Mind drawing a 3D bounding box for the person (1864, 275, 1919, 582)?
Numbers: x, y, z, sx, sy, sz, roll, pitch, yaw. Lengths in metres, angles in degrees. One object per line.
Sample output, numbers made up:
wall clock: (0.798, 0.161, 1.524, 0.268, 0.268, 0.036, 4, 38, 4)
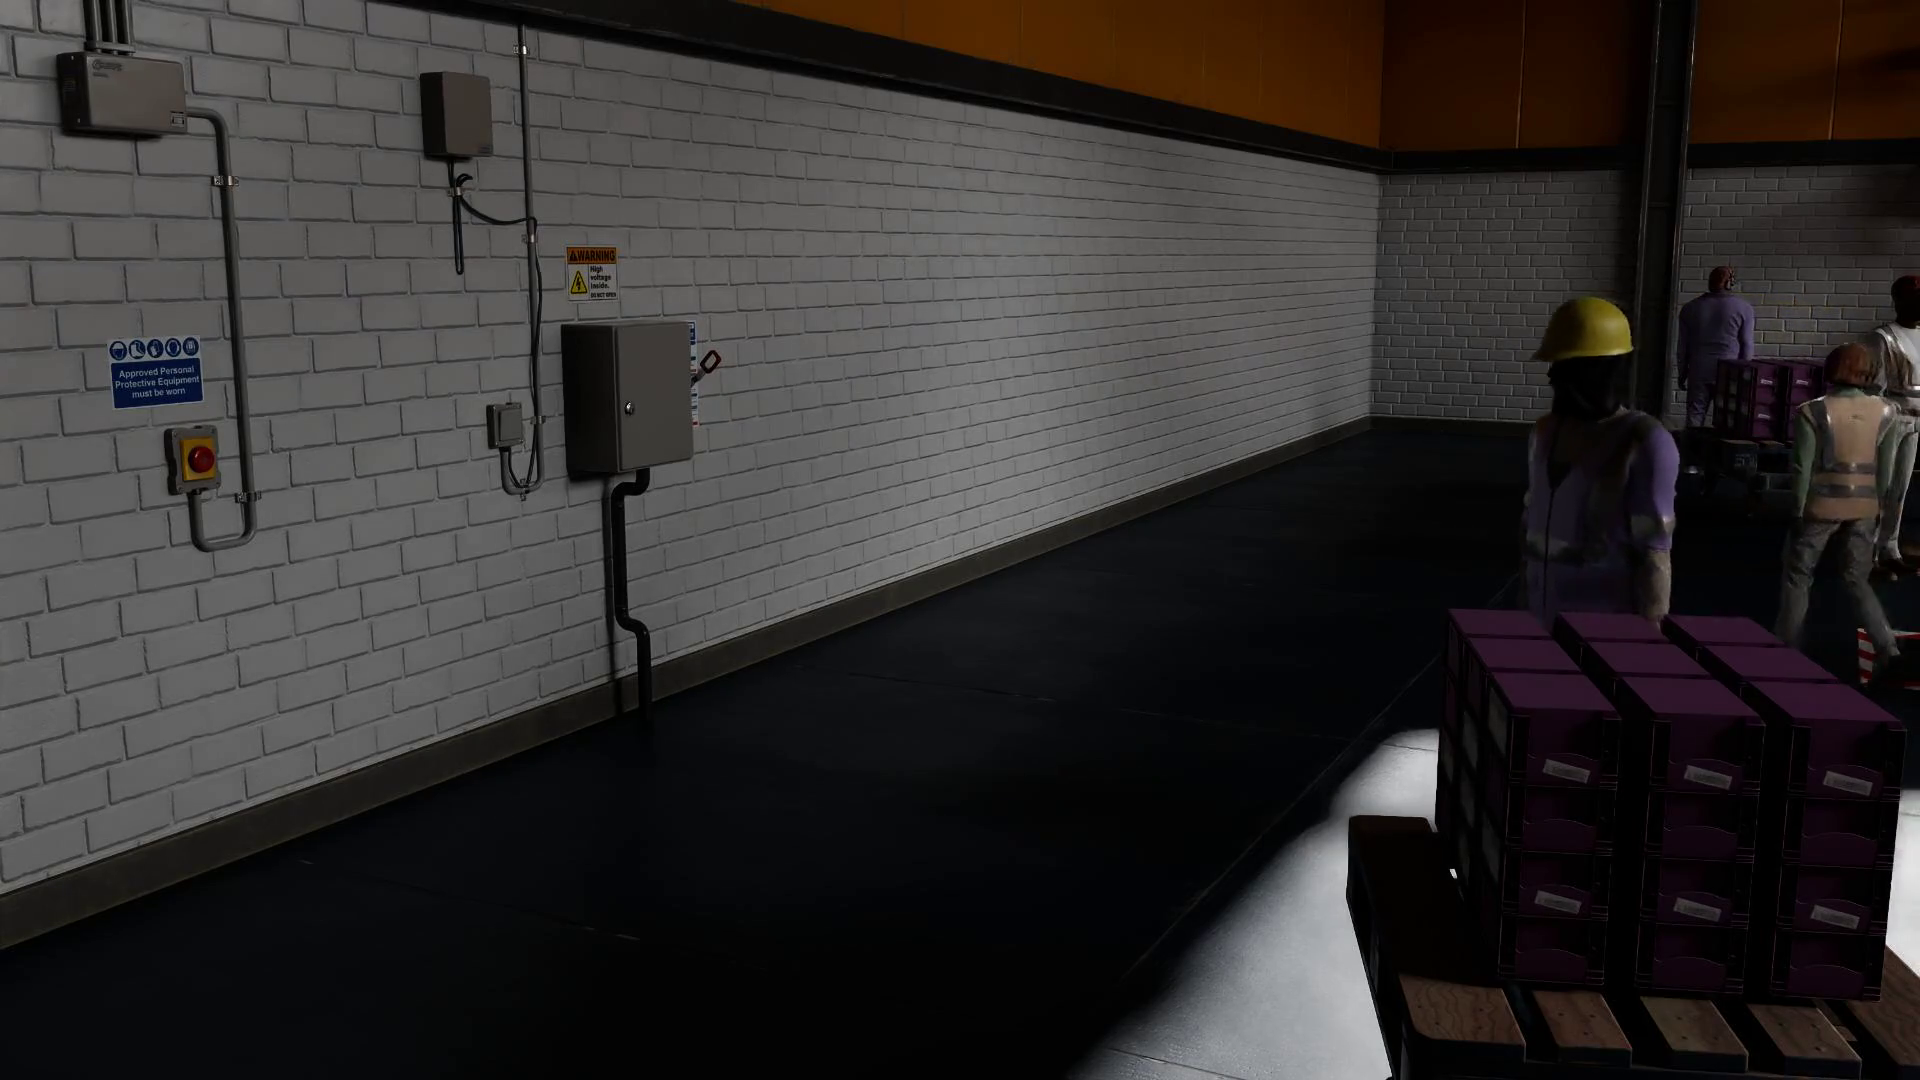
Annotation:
person: (5.809, -0.686, 10.309, 0.575, 1.882, 0.355, -6, 11, -31)

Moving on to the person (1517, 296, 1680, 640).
person: (1.941, 0.218, 5.034, 0.812, 1.904, 0.595, -3, 10, -17)

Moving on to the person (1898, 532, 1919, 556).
person: (6.756, -0.777, 11.072, 0.797, 1.819, 0.631, 1, 10, 7)

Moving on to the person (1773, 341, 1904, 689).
person: (4.137, -0.113, 7.763, 0.526, 1.618, 0.682, 0, 10, -1)

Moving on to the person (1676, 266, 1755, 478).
person: (6.823, -1.512, 15.038, 0.643, 1.902, 0.400, 8, 12, 38)
